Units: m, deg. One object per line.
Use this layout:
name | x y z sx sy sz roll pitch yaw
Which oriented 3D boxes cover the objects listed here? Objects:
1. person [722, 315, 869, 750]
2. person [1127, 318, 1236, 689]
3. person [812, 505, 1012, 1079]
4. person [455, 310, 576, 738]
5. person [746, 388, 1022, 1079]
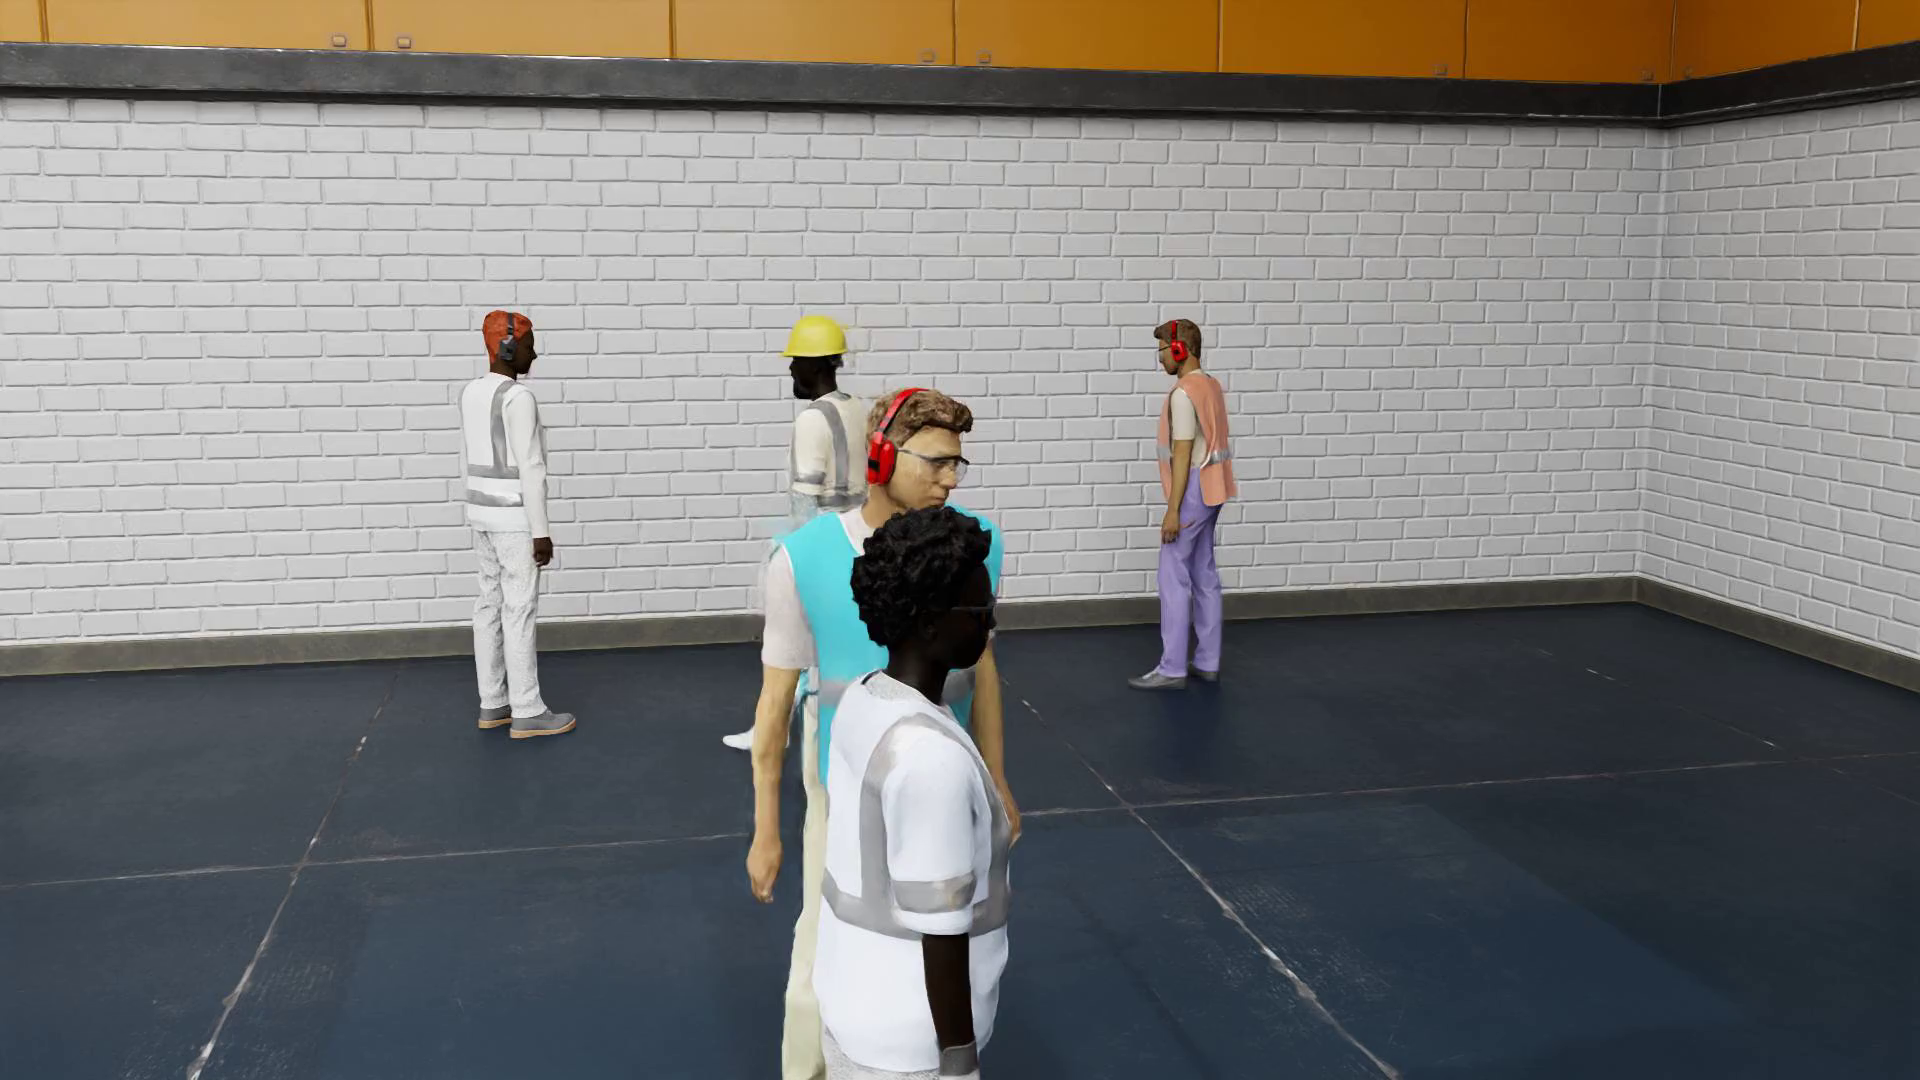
person | -0.533 0.006 6.933 0.964 1.886 0.598 2 9 11
person | 1.115 -0.171 8.191 0.465 1.826 0.590 4 10 21
person | -0.073 0.784 2.741 0.317 1.695 0.540 -3 10 -17
person | -1.994 -0.070 7.375 0.355 1.886 0.572 -9 13 -44
person | -0.155 0.573 3.691 0.693 1.806 0.653 -6 11 -32
